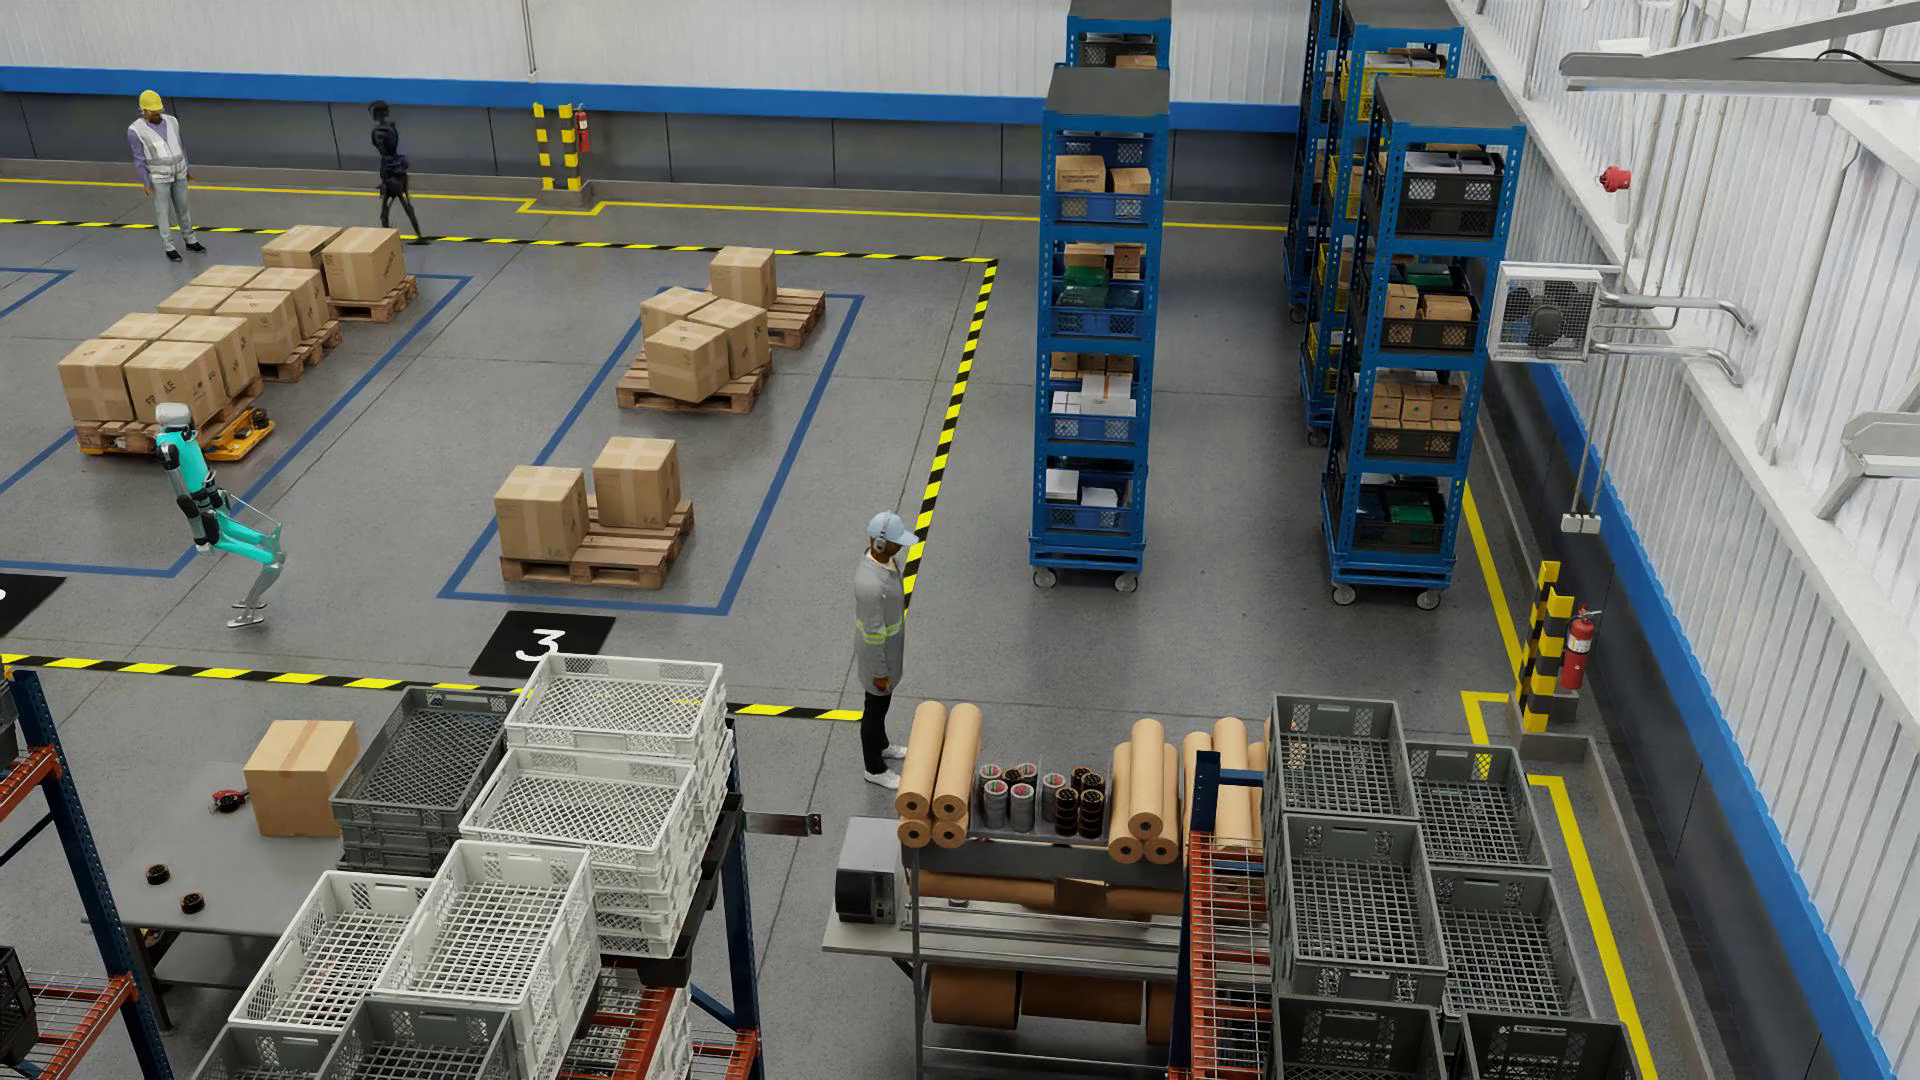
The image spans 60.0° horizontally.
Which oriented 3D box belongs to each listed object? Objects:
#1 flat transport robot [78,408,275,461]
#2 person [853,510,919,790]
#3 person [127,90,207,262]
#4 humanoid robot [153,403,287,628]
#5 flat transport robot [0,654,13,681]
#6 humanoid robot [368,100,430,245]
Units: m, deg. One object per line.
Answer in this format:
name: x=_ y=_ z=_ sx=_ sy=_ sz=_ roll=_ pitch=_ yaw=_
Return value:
flat transport robot: x=-6.722 y=-0.944 z=14.267 sx=1.431 sy=0.197 sz=0.652 roll=3 pitch=30 yaw=6
person: x=-0.438 y=0.644 z=9.998 sx=0.397 sy=1.848 sz=0.587 roll=3 pitch=30 yaw=4
person: x=-8.513 y=-3.921 z=17.856 sx=0.404 sy=1.827 sz=0.598 roll=18 pitch=35 yaw=28
humanoid robot: x=-4.971 y=-0.183 z=11.391 sx=0.735 sy=1.681 sz=0.533 roll=-4 pitch=30 yaw=-7
flat transport robot: x=-7.142 y=0.969 z=11.010 sx=1.431 sy=0.231 sz=0.659 roll=3 pitch=30 yaw=6
humanoid robot: x=-6.237 y=-3.981 z=18.128 sx=0.646 sy=1.633 sz=0.583 roll=-2 pitch=30 yaw=-4
